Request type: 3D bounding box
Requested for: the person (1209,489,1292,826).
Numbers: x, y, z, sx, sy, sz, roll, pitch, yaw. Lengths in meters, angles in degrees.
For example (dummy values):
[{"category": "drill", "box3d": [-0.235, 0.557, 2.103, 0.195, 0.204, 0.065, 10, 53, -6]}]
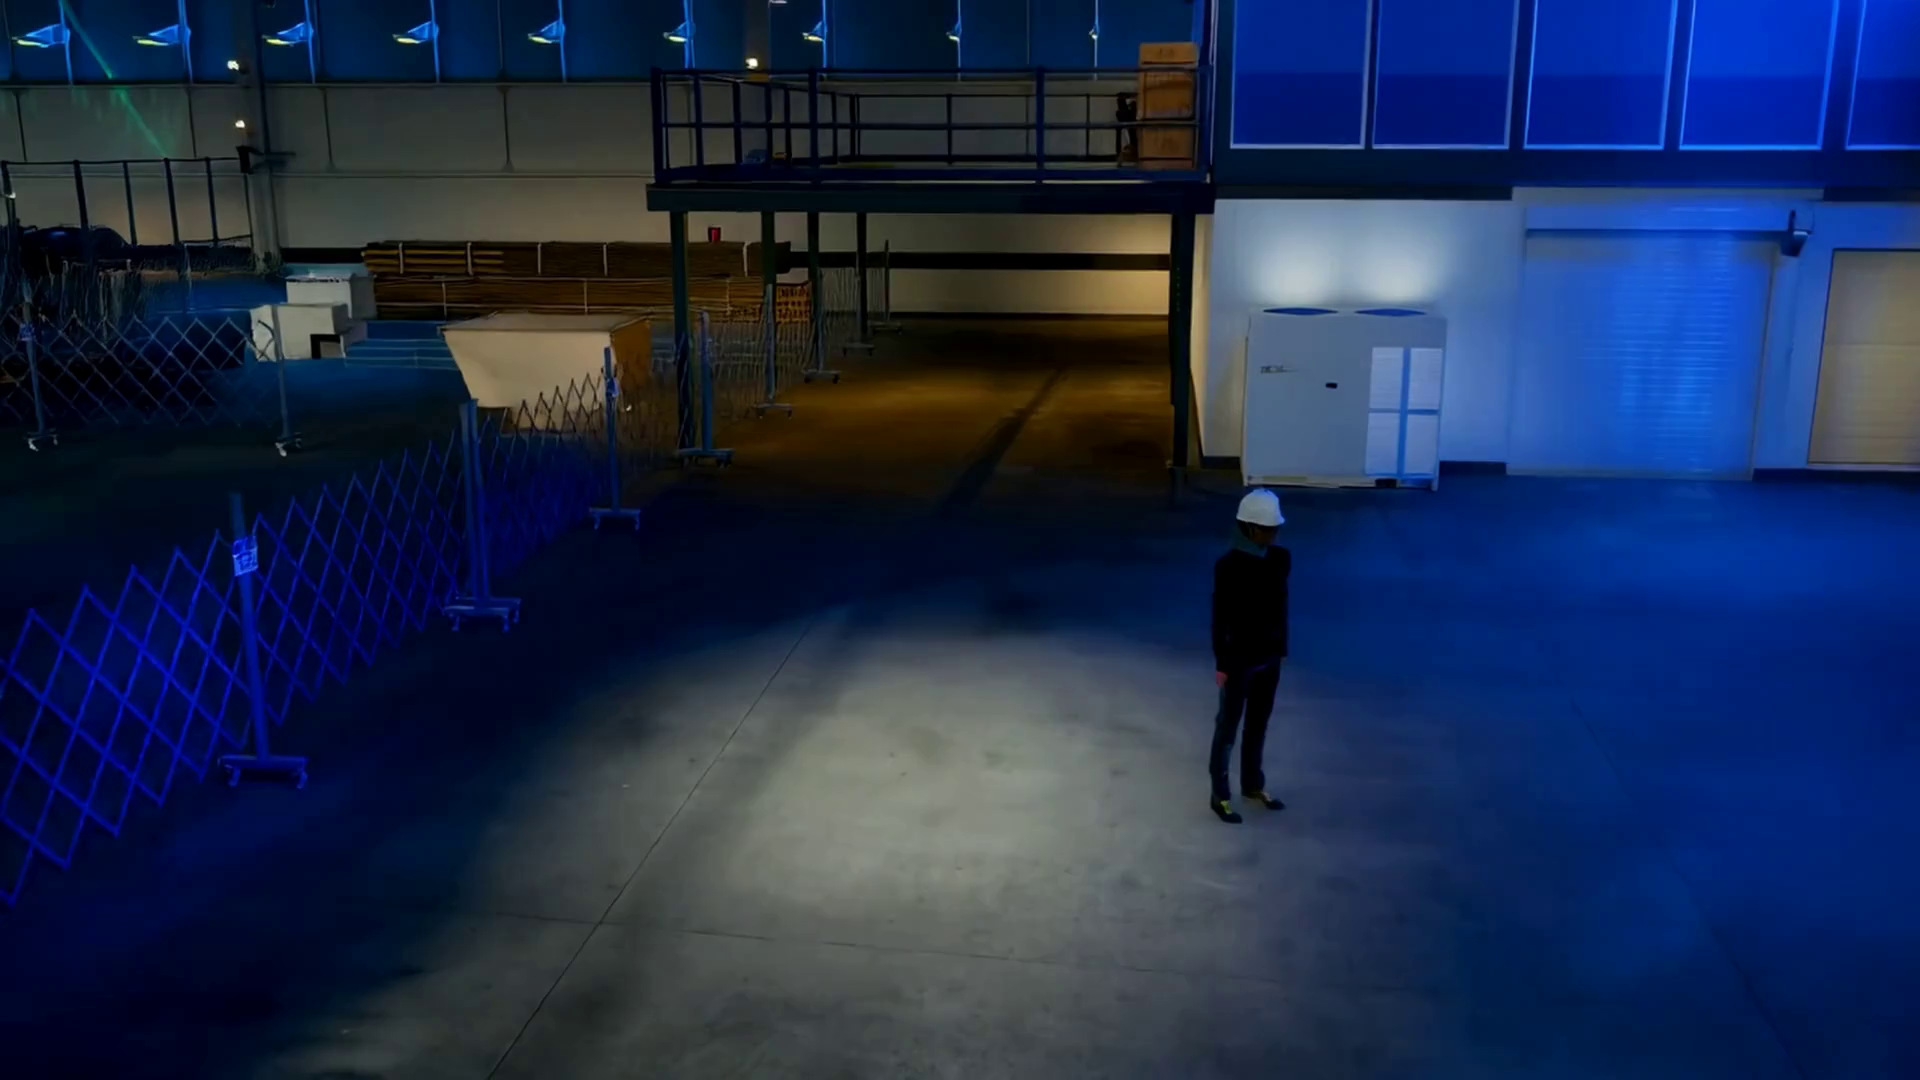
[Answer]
[{"category": "person", "box3d": [1.527, 0.601, 8.656, 0.533, 1.768, 0.310, -10, 17, -35]}]
